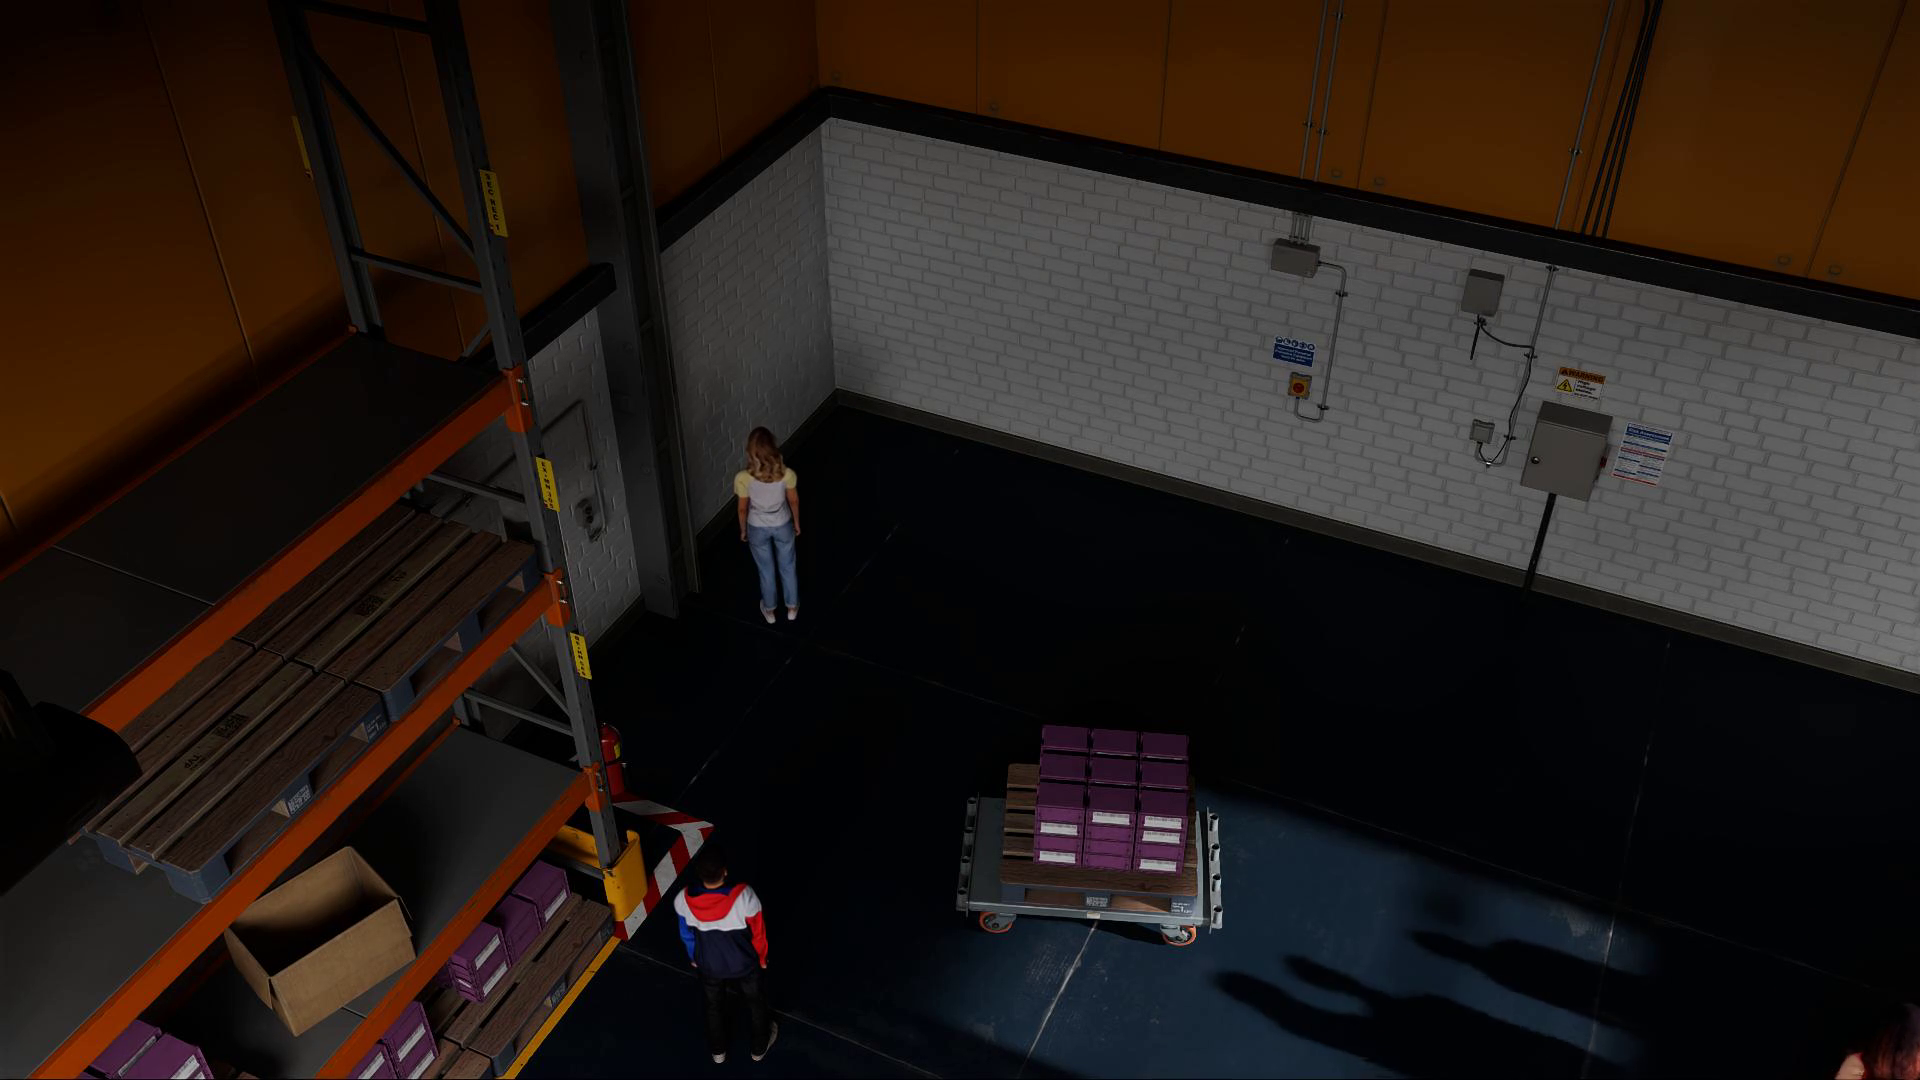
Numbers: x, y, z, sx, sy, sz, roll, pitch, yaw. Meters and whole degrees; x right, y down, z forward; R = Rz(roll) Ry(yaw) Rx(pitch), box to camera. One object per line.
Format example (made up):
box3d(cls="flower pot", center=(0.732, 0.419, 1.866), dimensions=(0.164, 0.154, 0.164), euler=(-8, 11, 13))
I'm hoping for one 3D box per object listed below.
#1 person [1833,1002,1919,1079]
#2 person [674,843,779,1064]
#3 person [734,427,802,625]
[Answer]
box3d(cls="person", center=(4.599, 2.989, 8.625), dimensions=(0.767, 1.653, 0.782), euler=(-13, 40, -16))
box3d(cls="person", center=(-1.314, 2.336, 9.360), dimensions=(0.715, 1.757, 0.697), euler=(0, 39, 1))
box3d(cls="person", center=(-1.417, -0.098, 12.434), dimensions=(0.708, 1.723, 0.735), euler=(-8, 39, -9))
